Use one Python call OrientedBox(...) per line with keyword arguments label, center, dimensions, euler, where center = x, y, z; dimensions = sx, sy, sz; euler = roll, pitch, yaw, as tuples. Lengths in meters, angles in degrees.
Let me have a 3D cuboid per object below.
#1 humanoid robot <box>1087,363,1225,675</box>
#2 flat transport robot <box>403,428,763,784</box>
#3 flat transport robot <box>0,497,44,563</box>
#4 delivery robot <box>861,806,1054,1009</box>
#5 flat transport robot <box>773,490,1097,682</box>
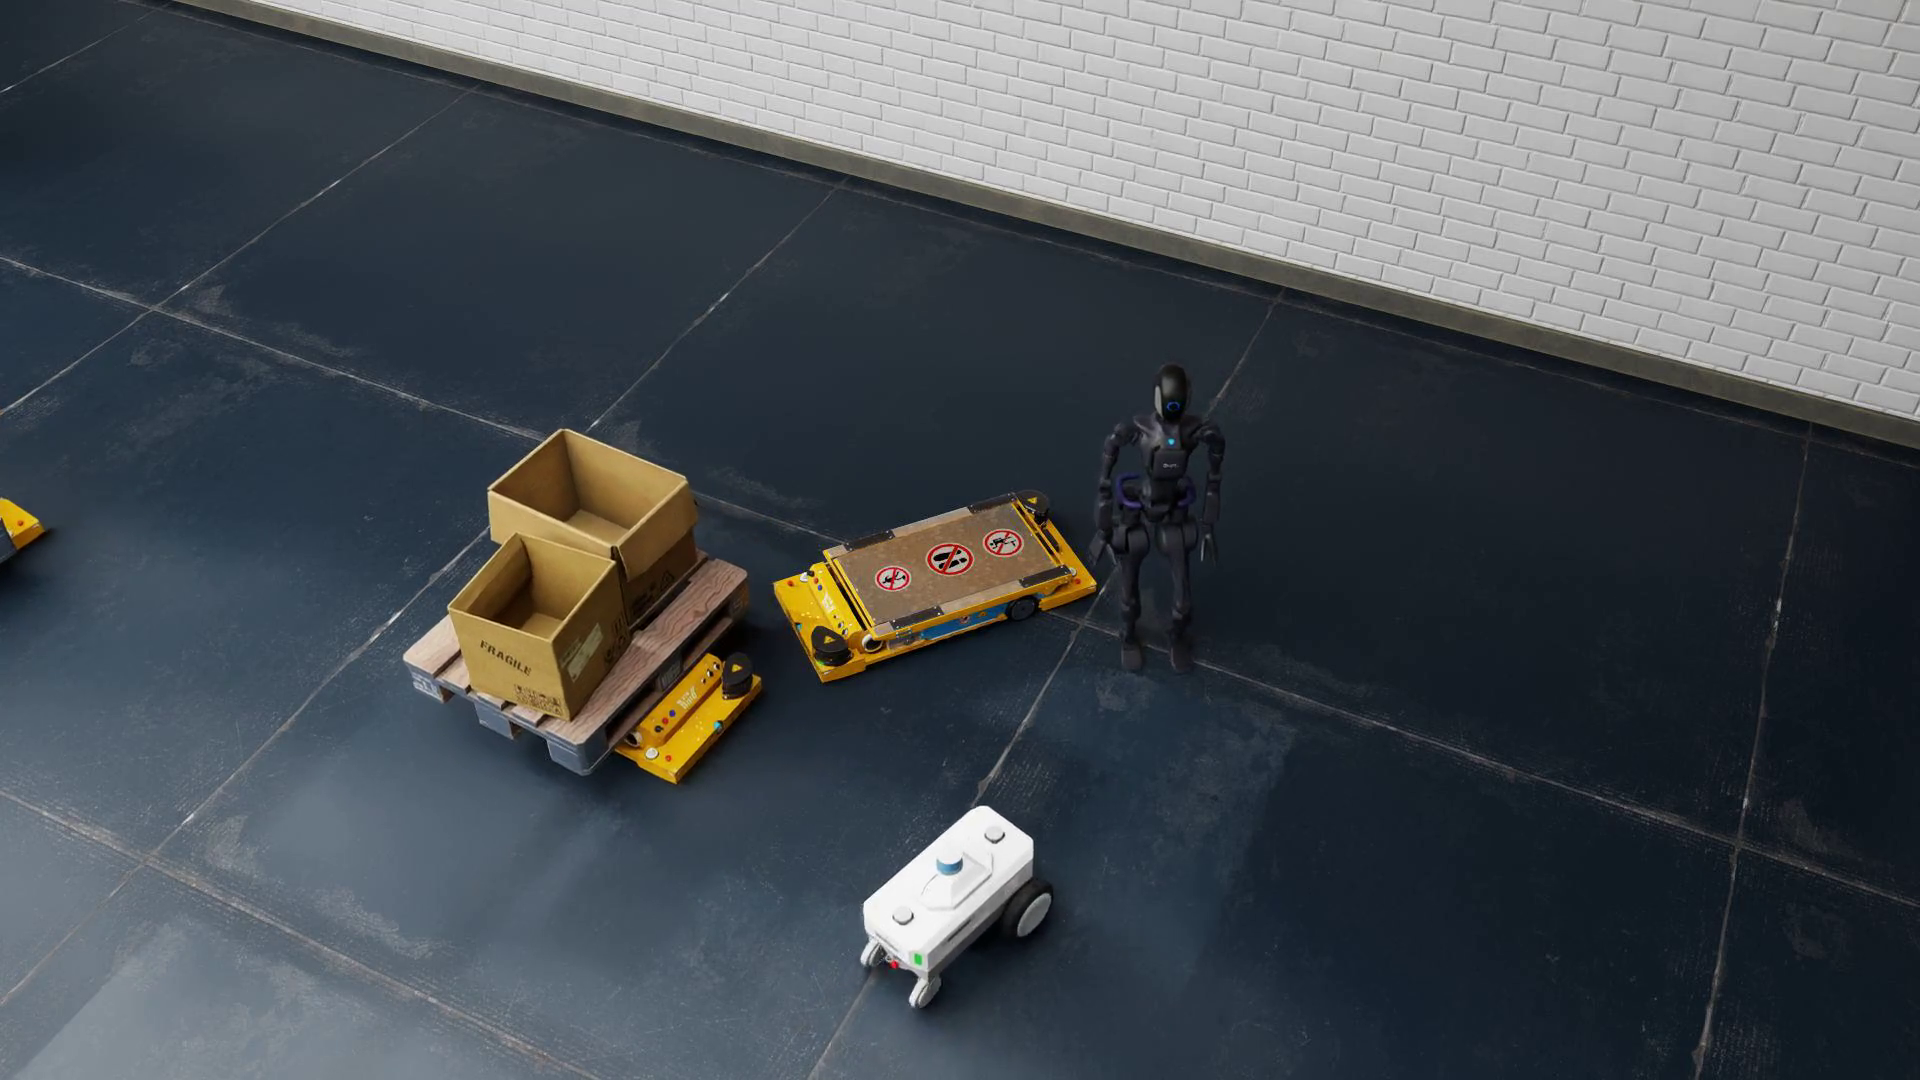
OrientedBox(label="humanoid robot", center=(0.852, -0.067, 7.285), dimensions=(0.585, 1.649, 0.346), euler=(-4, 43, -5))
OrientedBox(label="flat transport robot", center=(-1.678, 0.567, 7.643), dimensions=(1.431, 0.231, 0.659), euler=(22, 47, 22))
OrientedBox(label="flat transport robot", center=(-5.302, 0.174, 8.067), dimensions=(0.659, 0.231, 1.431), euler=(25, 48, 25))
OrientedBox(label="delivery robot", center=(-0.020, 1.400, 6.547), dimensions=(0.499, 0.612, 0.796), euler=(32, 52, 30))
OrientedBox(label="flat transport robot", center=(-0.120, 0.201, 8.038), dimensions=(1.431, 0.231, 0.659), euler=(-17, 46, -18))
